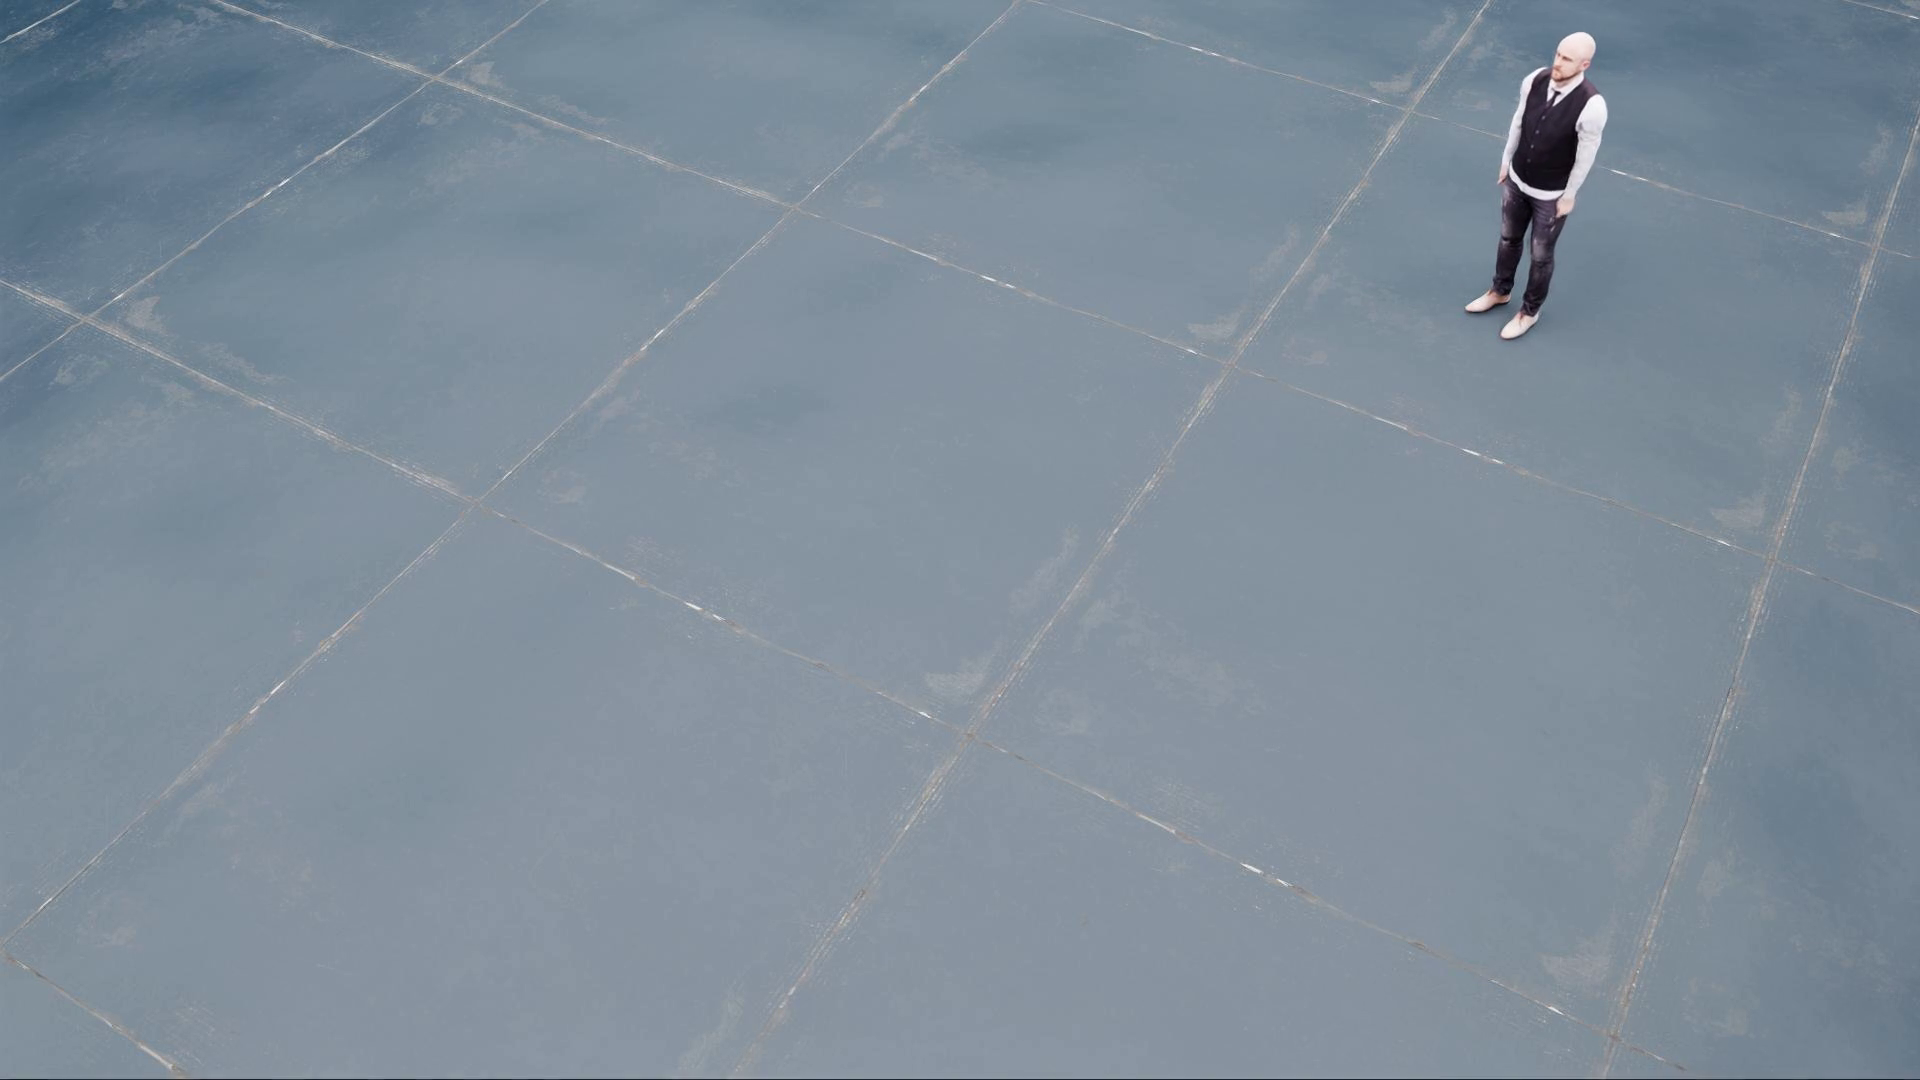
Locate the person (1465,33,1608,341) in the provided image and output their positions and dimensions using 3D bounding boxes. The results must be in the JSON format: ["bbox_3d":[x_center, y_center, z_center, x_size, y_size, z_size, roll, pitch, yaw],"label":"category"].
[{"bbox_3d":[3.192,-1.960,9.141,0.832,1.820,0.691,-29,53,-24],"label":"person"}]
